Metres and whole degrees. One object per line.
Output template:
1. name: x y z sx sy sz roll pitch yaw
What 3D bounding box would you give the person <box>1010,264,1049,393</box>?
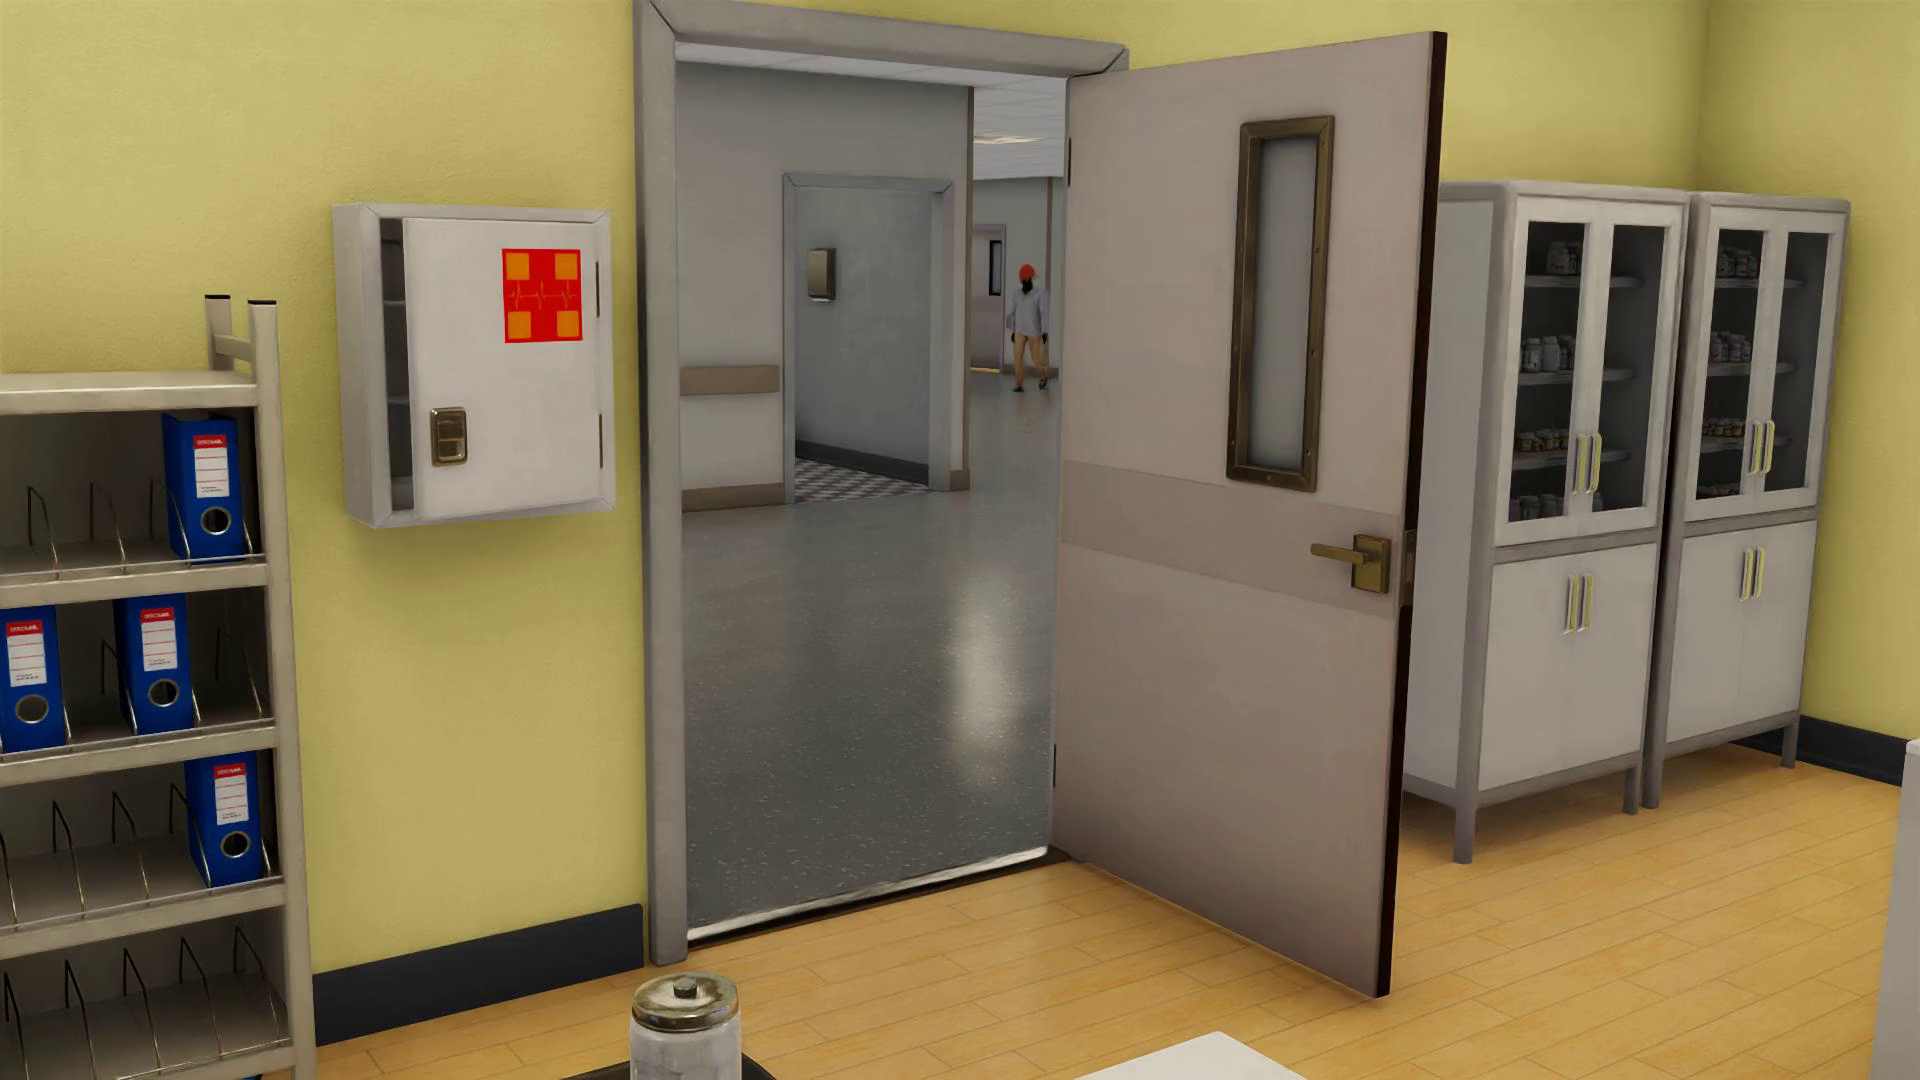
1. person: 0.952 -2.854 22.432 0.572 1.716 0.757 6 11 30
